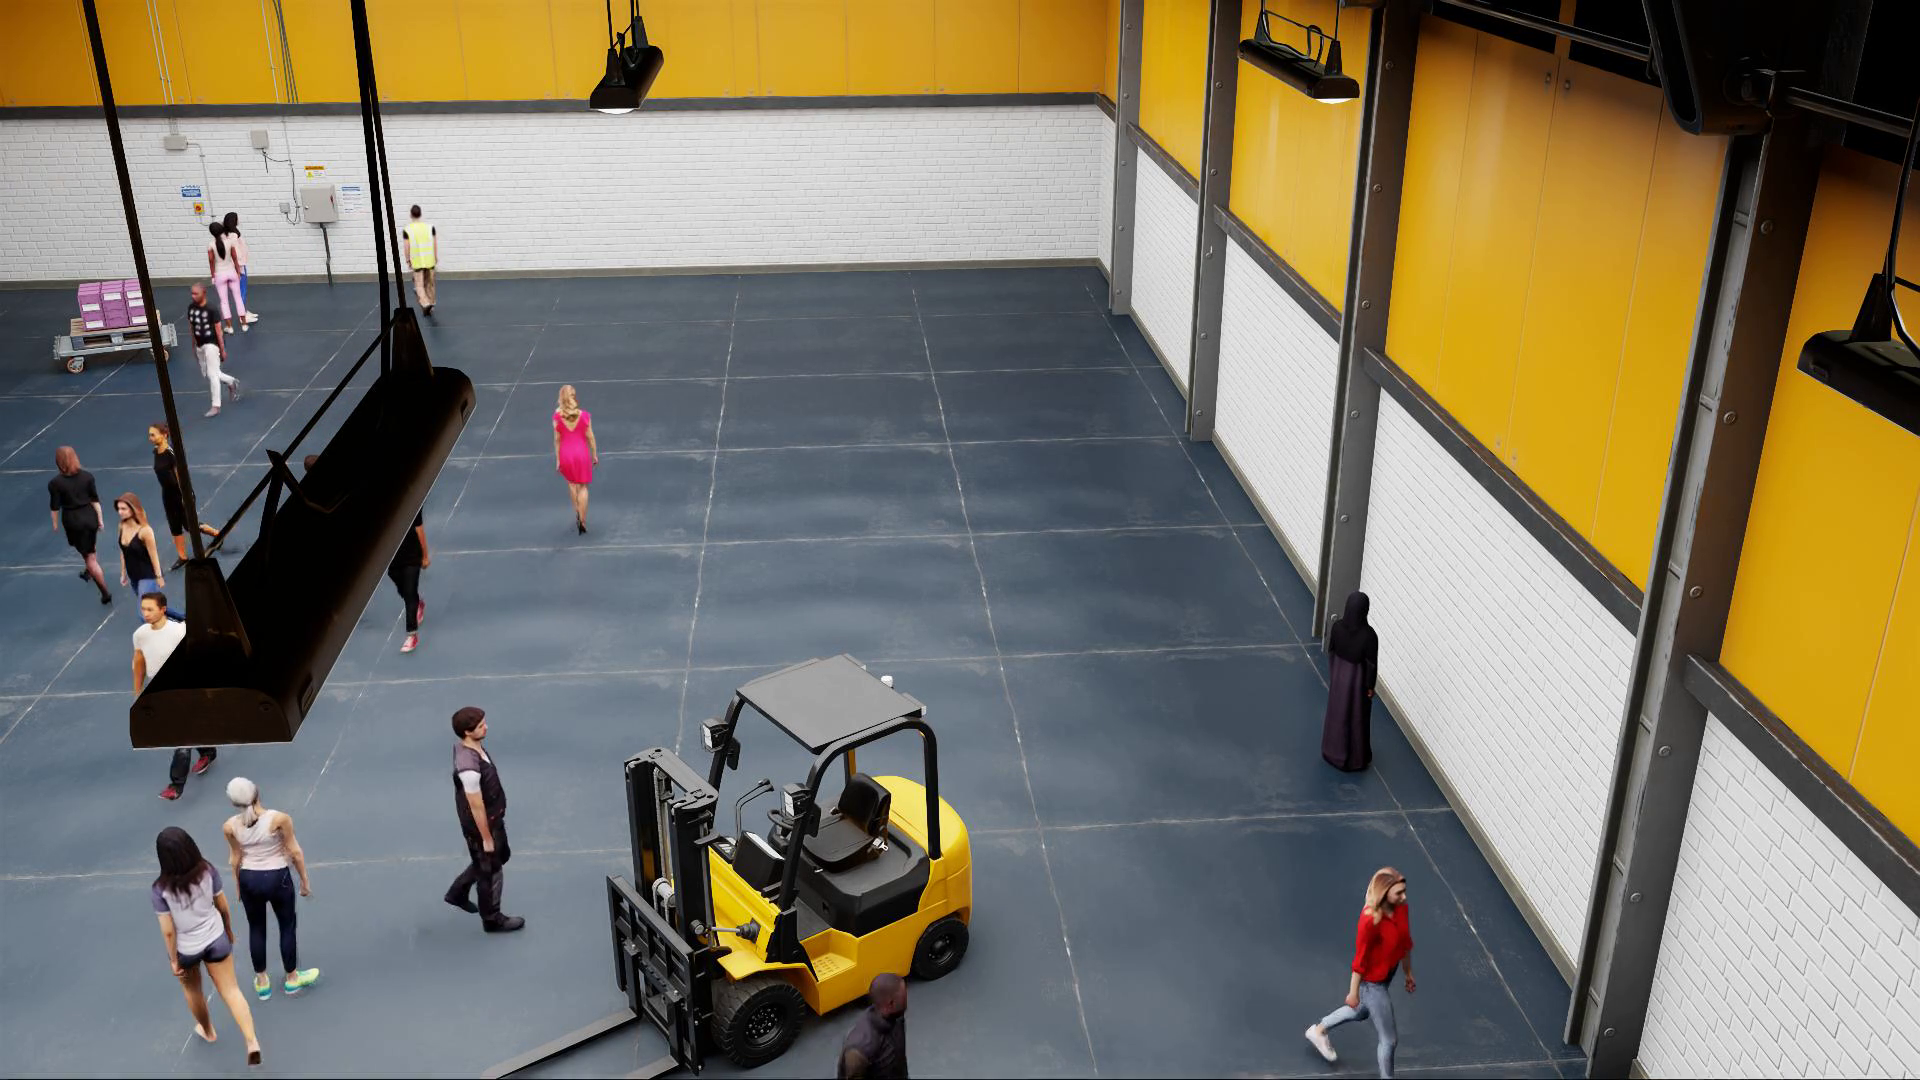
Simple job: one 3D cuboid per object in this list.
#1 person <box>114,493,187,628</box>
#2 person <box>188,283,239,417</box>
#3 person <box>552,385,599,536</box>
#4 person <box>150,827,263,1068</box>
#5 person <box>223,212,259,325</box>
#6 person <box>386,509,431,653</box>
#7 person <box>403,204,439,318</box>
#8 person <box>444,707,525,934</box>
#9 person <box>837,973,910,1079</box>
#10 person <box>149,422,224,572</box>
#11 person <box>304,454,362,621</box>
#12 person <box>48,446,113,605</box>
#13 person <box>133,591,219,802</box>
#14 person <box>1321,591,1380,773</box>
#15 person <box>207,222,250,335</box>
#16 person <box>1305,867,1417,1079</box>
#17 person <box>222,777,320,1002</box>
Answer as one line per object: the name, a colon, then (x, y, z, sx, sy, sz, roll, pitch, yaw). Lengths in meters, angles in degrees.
person: (-7.733, 0.319, 15.903, 0.950, 1.693, 1.100, 13, 27, 28)
person: (-10.087, -2.612, 22.496, 0.927, 1.783, 1.149, 7, 25, 17)
person: (-4.321, -0.872, 18.614, 0.596, 1.705, 0.715, -2, 24, -4)
person: (-4.808, 2.632, 10.598, 1.020, 1.704, 1.137, -20, 31, -38)
person: (-11.506, -4.352, 26.499, 0.769, 1.766, 0.630, -12, 26, -26)
person: (-5.425, 0.141, 16.260, 0.721, 1.734, 1.165, 1, 24, 2)
person: (-8.590, -4.436, 26.612, 0.960, 1.829, 1.085, -16, 28, -32)
person: (-3.504, 2.015, 11.840, 0.760, 1.840, 0.757, -5, 24, -12)
person: (-0.545, 3.198, 9.162, 0.965, 1.818, 0.781, 17, 29, 34)
person: (-8.322, -0.508, 17.845, 0.884, 1.653, 0.998, 16, 28, 32)
person: (-6.235, 0.009, 16.467, 0.794, 1.810, 0.664, 11, 26, 23)
person: (-8.896, -0.107, 16.911, 1.109, 1.668, 1.026, 20, 30, 38)
person: (-6.455, 1.213, 13.773, 0.855, 1.761, 1.180, 4, 24, 8)
person: (3.303, 1.172, 14.051, 0.707, 1.615, 0.771, 20, 31, 38)
person: (-11.461, -4.107, 25.967, 0.662, 1.742, 0.666, -15, 28, -31)
person: (2.547, 2.726, 10.429, 1.157, 1.668, 1.073, 20, 30, 37)
person: (-4.673, 2.345, 11.269, 0.634, 1.693, 0.529, 4, 24, 10)
